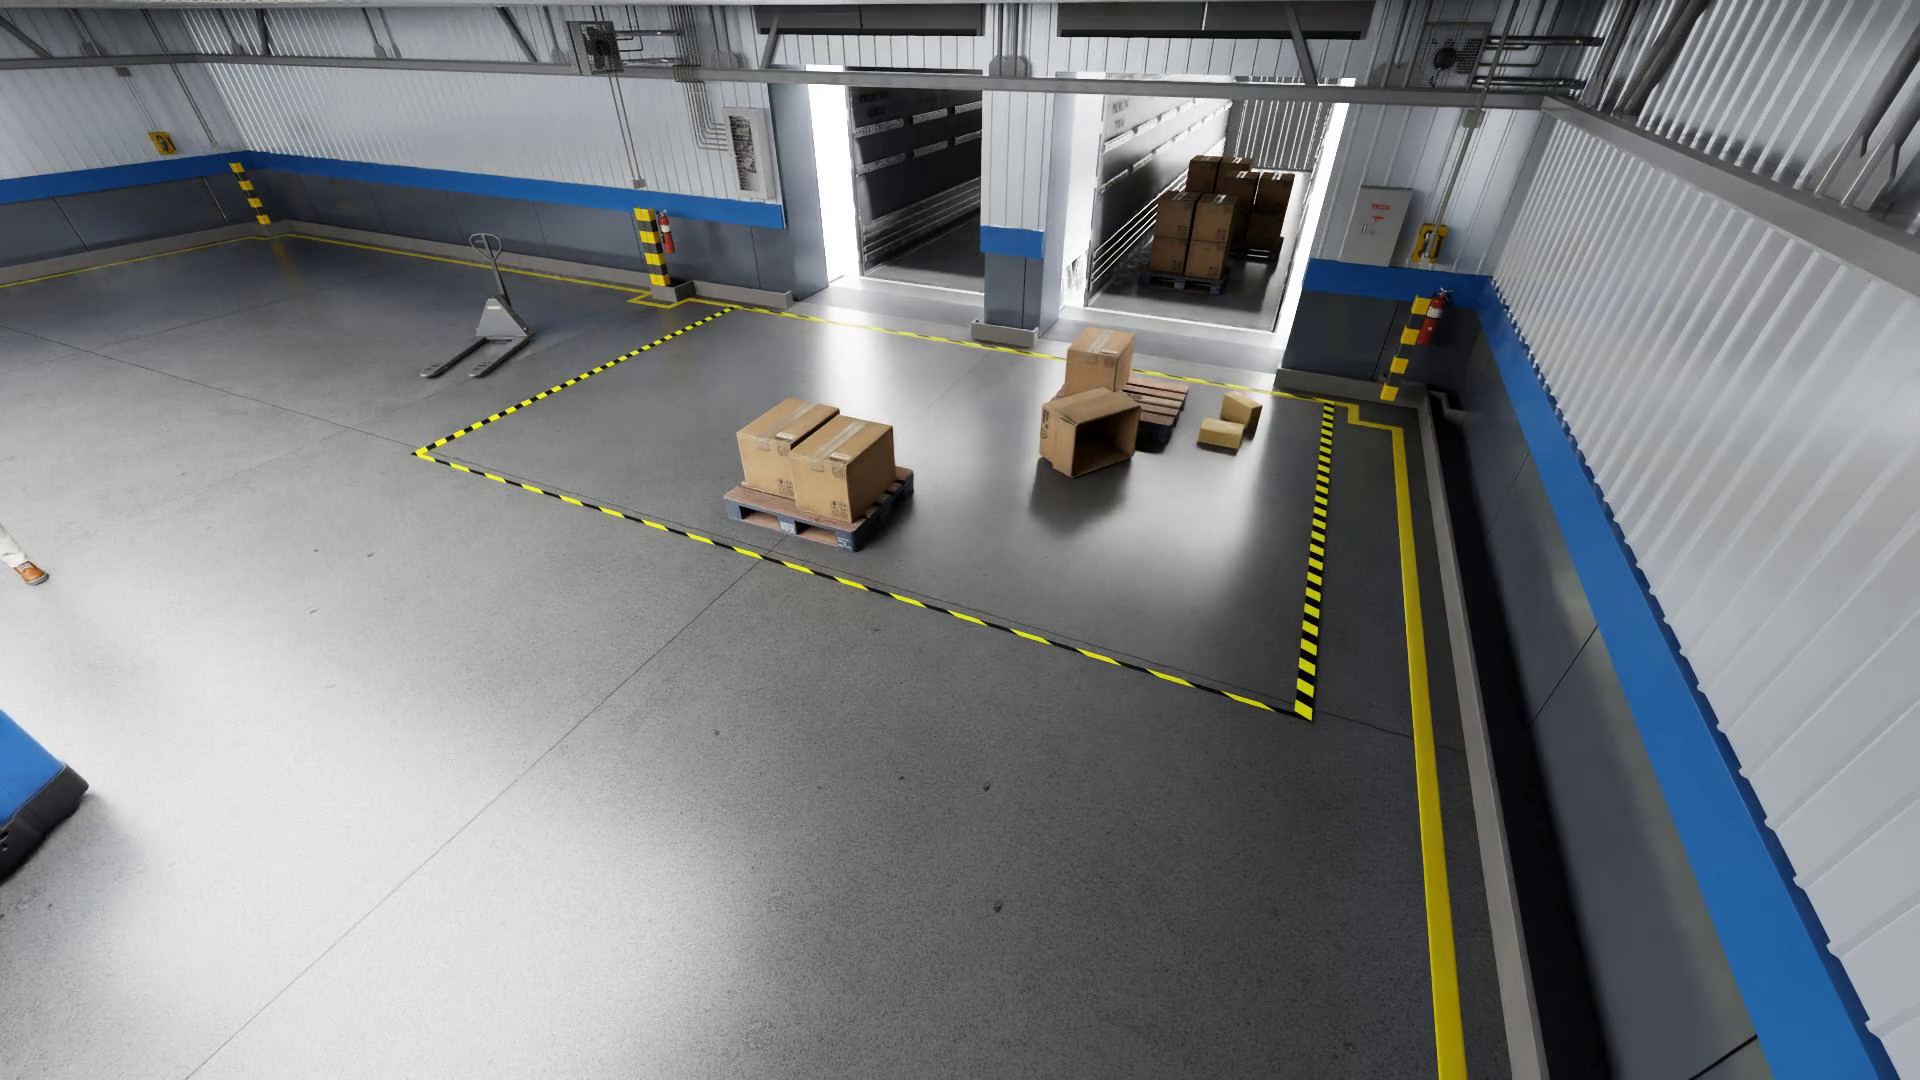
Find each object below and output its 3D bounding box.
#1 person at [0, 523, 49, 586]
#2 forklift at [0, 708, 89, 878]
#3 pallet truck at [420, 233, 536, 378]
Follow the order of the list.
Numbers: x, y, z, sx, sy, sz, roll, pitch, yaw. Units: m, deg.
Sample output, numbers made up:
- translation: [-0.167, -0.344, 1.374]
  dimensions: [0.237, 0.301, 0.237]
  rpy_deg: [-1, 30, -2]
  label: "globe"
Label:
- translation: [-6.759, -0.457, 4.650]
  dimensions: [0.392, 1.949, 0.602]
  rpy_deg: [24, 42, 29]
  label: "person"
- translation: [-4.821, 0.754, 2.873]
  dimensions: [0.716, 2.013, 0.776]
  rpy_deg: [-2, 36, -3]
  label: "forklift"
- translation: [-5.664, -2.712, 8.427]
  dimensions: [0.680, 1.201, 1.601]
  rpy_deg: [0, 35, -1]
  label: "pallet truck"
